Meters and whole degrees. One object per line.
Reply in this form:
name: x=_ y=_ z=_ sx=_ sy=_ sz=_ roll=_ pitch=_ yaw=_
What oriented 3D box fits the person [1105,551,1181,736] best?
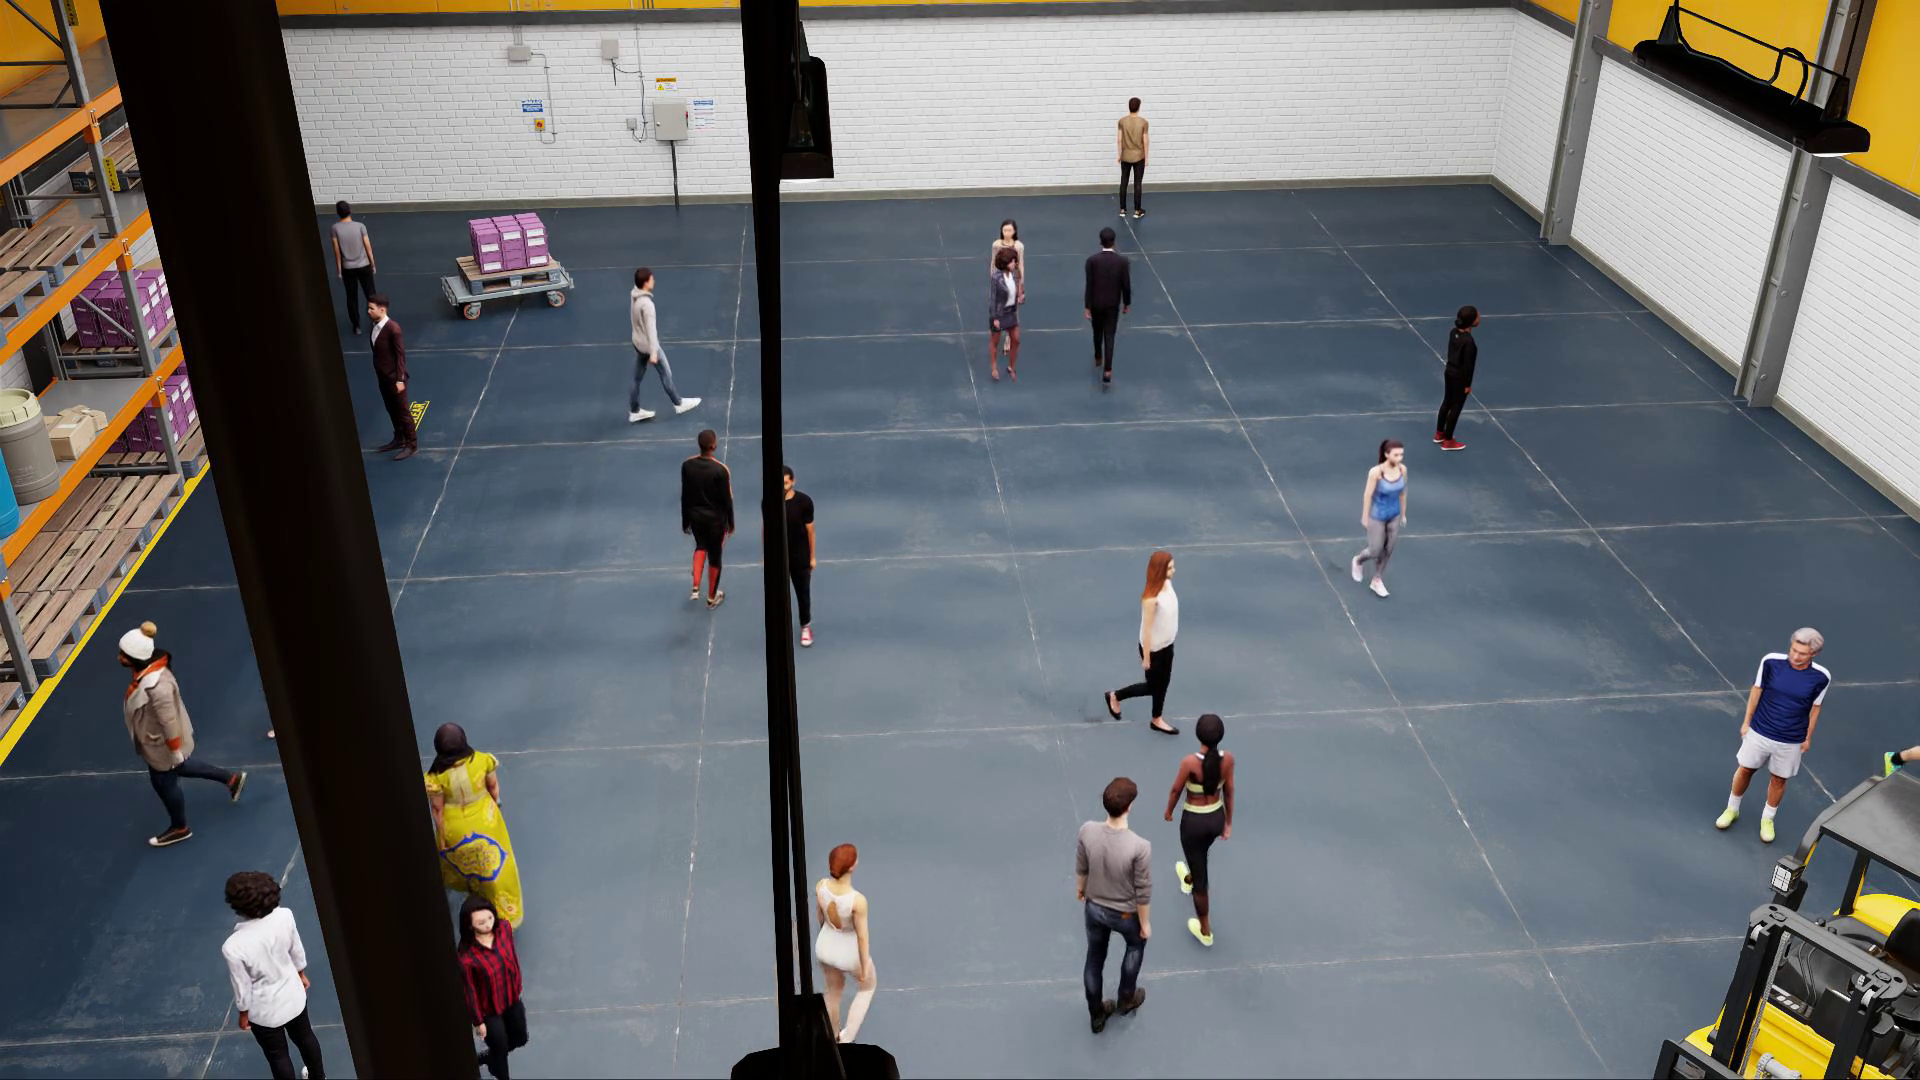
person: x=1.523 y=0.842 z=13.582 sx=0.912 sy=1.708 sz=0.912 roll=14 pitch=32 yaw=24

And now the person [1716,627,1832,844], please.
person: x=6.097 y=1.412 z=12.407 sx=0.723 sy=1.831 sz=0.743 roll=15 pitch=32 yaw=25

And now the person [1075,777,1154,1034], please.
person: x=0.936 y=2.388 z=10.553 sx=0.872 sy=1.894 sz=0.910 roll=14 pitch=31 yaw=24

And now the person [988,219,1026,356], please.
person: x=0.613 y=-3.234 z=20.998 sx=0.732 sy=1.761 sz=0.943 roll=3 pitch=29 yaw=5

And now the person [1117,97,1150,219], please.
person: x=2.686 y=-5.968 z=25.916 sx=0.746 sy=1.851 sz=0.734 roll=11 pitch=31 yaw=20

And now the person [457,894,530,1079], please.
person: x=-2.891 y=2.777 z=10.101 sx=0.803 sy=1.643 sz=0.742 roll=16 pitch=33 yaw=27

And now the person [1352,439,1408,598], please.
person: x=3.959 y=-0.241 z=15.683 sx=0.672 sy=1.598 sz=0.781 roll=-10 pitch=30 yaw=-18

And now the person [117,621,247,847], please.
person: x=-5.843 y=1.391 z=12.407 sx=1.005 sy=1.869 sz=1.063 roll=-16 pitch=32 yaw=-26

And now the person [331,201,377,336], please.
person: x=-7.842 y=-3.543 z=21.572 sx=0.656 sy=1.753 sz=0.580 roll=-7 pitch=29 yaw=-13

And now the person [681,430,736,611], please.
person: x=-2.354 y=-0.139 z=15.290 sx=0.761 sy=1.795 sz=0.788 roll=6 pitch=29 yaw=10

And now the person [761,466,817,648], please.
person: x=-1.521 y=0.129 z=14.838 sx=0.651 sy=1.757 sz=0.573 roll=1 pitch=29 yaw=2

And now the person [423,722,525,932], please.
person: x=-3.362 y=2.038 z=11.490 sx=1.075 sy=1.611 sz=1.339 roll=-14 pitch=32 yaw=-24

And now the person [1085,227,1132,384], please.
person: x=1.761 y=-2.804 z=20.130 sx=0.867 sy=1.838 sz=1.325 roll=2 pitch=29 yaw=3

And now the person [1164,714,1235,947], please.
person: x=1.694 y=2.029 z=11.396 sx=0.706 sy=1.718 sz=1.056 roll=-9 pitch=30 yaw=-16

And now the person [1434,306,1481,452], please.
person: x=5.528 y=-1.811 z=18.479 sx=0.684 sy=1.676 sz=0.507 roll=-7 pitch=29 yaw=-13

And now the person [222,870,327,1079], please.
person: x=-4.132 y=2.726 z=10.018 sx=0.795 sy=1.813 sz=0.720 roll=19 pitch=34 yaw=30

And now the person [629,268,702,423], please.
person: x=-3.681 y=-2.204 z=19.048 sx=1.064 sy=1.821 sz=1.148 roll=-17 pitch=33 yaw=-29

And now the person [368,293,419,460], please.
person: x=-6.263 y=-1.831 z=18.318 sx=0.762 sy=1.866 sz=0.838 roll=25 pitch=37 yaw=38

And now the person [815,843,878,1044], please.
person: x=-0.774 y=2.633 z=10.378 sx=0.712 sy=1.632 sz=0.767 roll=13 pitch=31 yaw=22

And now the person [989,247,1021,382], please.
person: x=0.468 y=-2.750 z=20.195 sx=0.776 sy=1.680 sz=0.818 roll=-17 pitch=33 yaw=-28
